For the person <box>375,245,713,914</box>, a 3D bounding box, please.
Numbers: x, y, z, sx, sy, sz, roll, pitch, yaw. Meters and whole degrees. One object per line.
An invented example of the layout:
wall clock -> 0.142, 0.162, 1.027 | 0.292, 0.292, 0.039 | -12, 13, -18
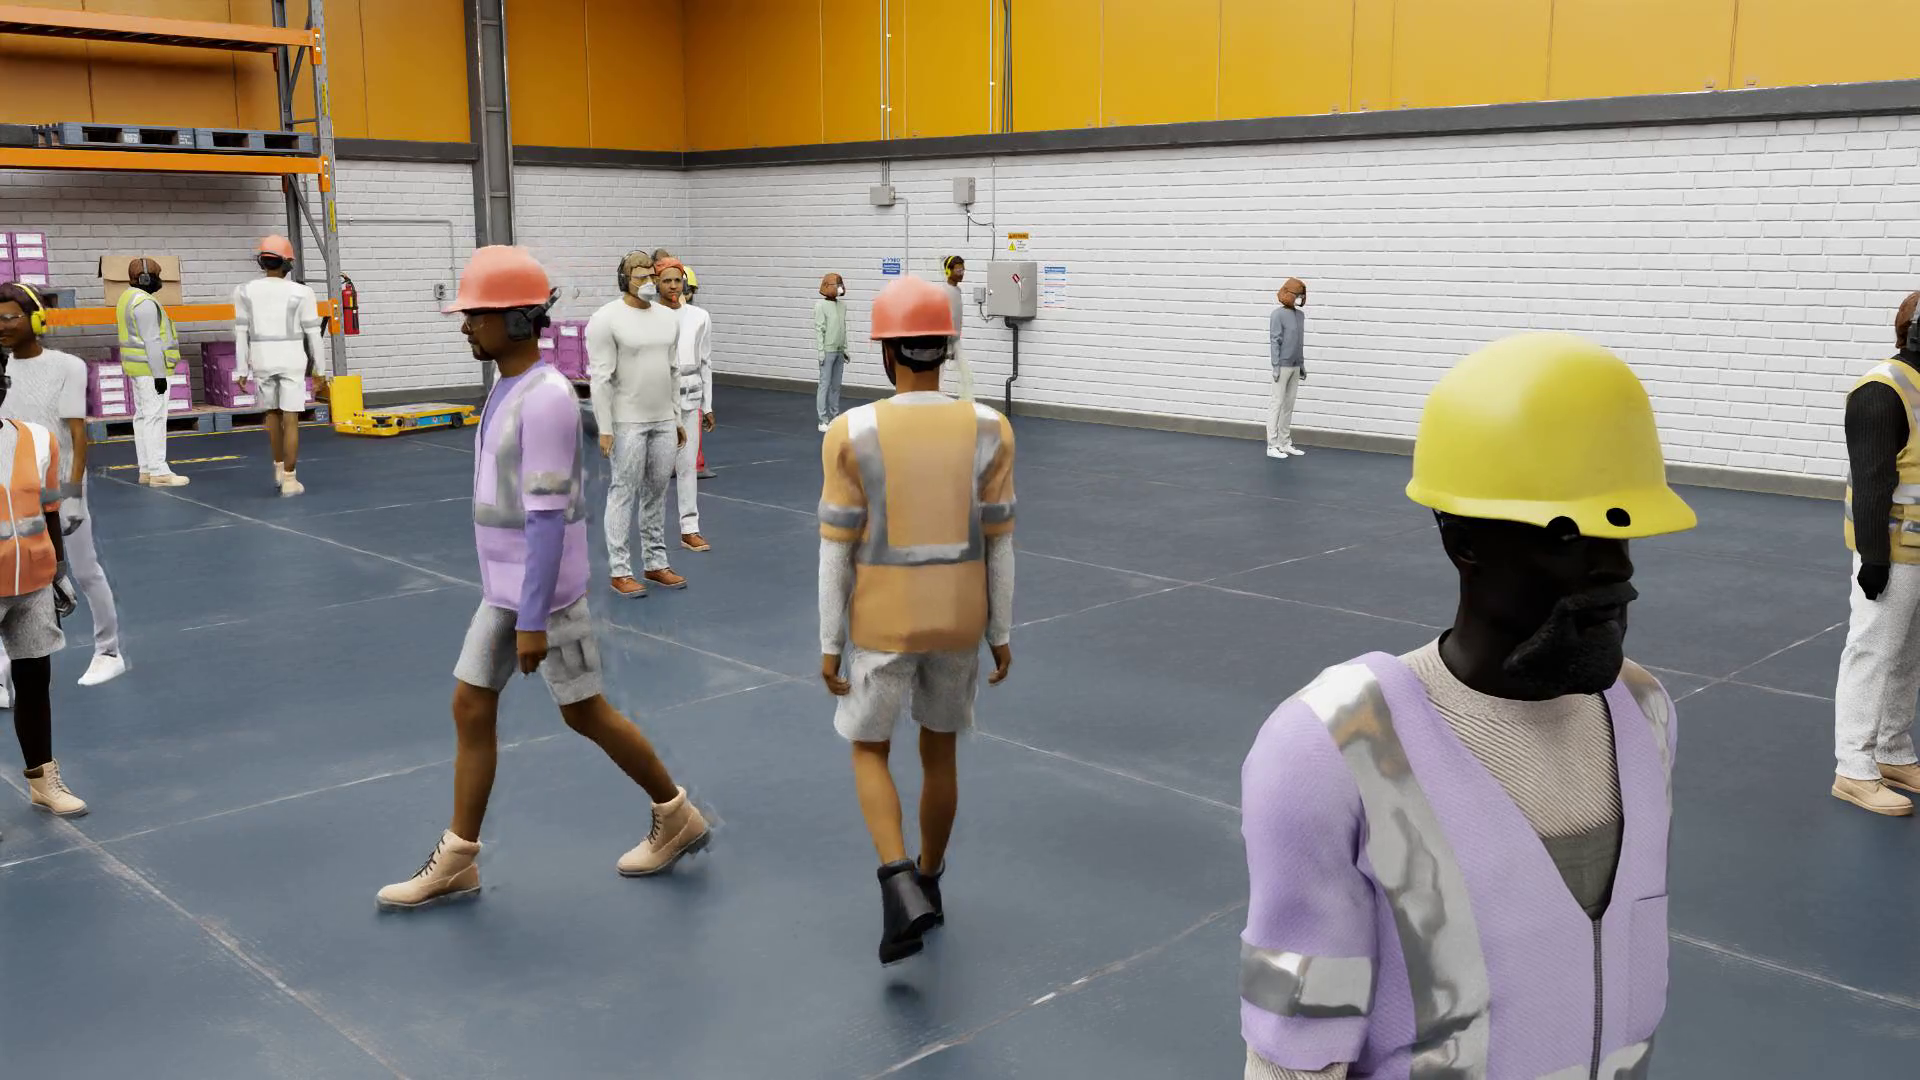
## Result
person -> -1.246, 0.115, 5.045 | 1.026, 2.003, 0.622 | -6, 12, -28

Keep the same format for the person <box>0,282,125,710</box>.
person -> -3.993, -0.187, 7.189 | 0.515, 1.817, 0.969 | 1, 10, 3

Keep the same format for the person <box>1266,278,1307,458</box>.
person -> 3.005, -1.572, 15.225 | 0.279, 1.633, 0.498 | 9, 14, 42

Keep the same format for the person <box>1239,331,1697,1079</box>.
person -> 0.556, 0.743, 1.796 | 0.585, 1.929, 0.370 | -6, 12, -31

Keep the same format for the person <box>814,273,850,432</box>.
person -> -1.313, -1.933, 17.190 | 0.280, 1.636, 0.501 | 6, 12, 30

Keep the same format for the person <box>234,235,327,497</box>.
person -> -5.290, -1.367, 13.049 | 0.630, 2.017, 0.698 | -1, 10, -4

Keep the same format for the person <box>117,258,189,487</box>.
person -> -6.549, -1.355, 13.481 | 0.429, 1.840, 0.635 | -8, 13, -39

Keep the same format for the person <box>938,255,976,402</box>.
person -> -0.151, -2.113, 17.699 | 0.975, 1.822, 0.510 | 6, 12, 30

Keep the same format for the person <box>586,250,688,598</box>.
person -> -1.801, -0.655, 9.392 | 0.357, 1.938, 0.637 | 8, 13, 37

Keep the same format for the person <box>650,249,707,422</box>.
person -> -3.123, -2.188, 17.971 | 1.050, 1.887, 0.656 | 8, 13, 38

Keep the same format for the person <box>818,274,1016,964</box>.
person -> -0.113, 0.226, 4.638 | 0.561, 1.919, 0.731 | -3, 11, -14

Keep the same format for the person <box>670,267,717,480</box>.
person -> -2.291, -1.378, 13.833 | 0.523, 1.760, 0.327 | 5, 11, 23

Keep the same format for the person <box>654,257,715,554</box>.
person -> -1.835, -0.846, 10.593 | 0.575, 1.882, 0.355 | -6, 12, -30

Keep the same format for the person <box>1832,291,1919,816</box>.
person -> 3.377, 0.035, 5.899 | 0.625, 1.844, 0.429 | -8, 13, -36

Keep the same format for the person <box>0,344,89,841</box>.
person -> -3.259, 0.157, 5.623 | 0.318, 1.700, 0.534 | 6, 12, 31

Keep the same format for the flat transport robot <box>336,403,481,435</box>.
flat transport robot -> -5.701, -1.270, 17.301 | 0.652, 0.197, 1.431 | 5, 12, 27

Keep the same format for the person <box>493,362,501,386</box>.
person -> -4.799, -2.185, 17.929 | 0.737, 1.859, 0.590 | -7, 13, -34
